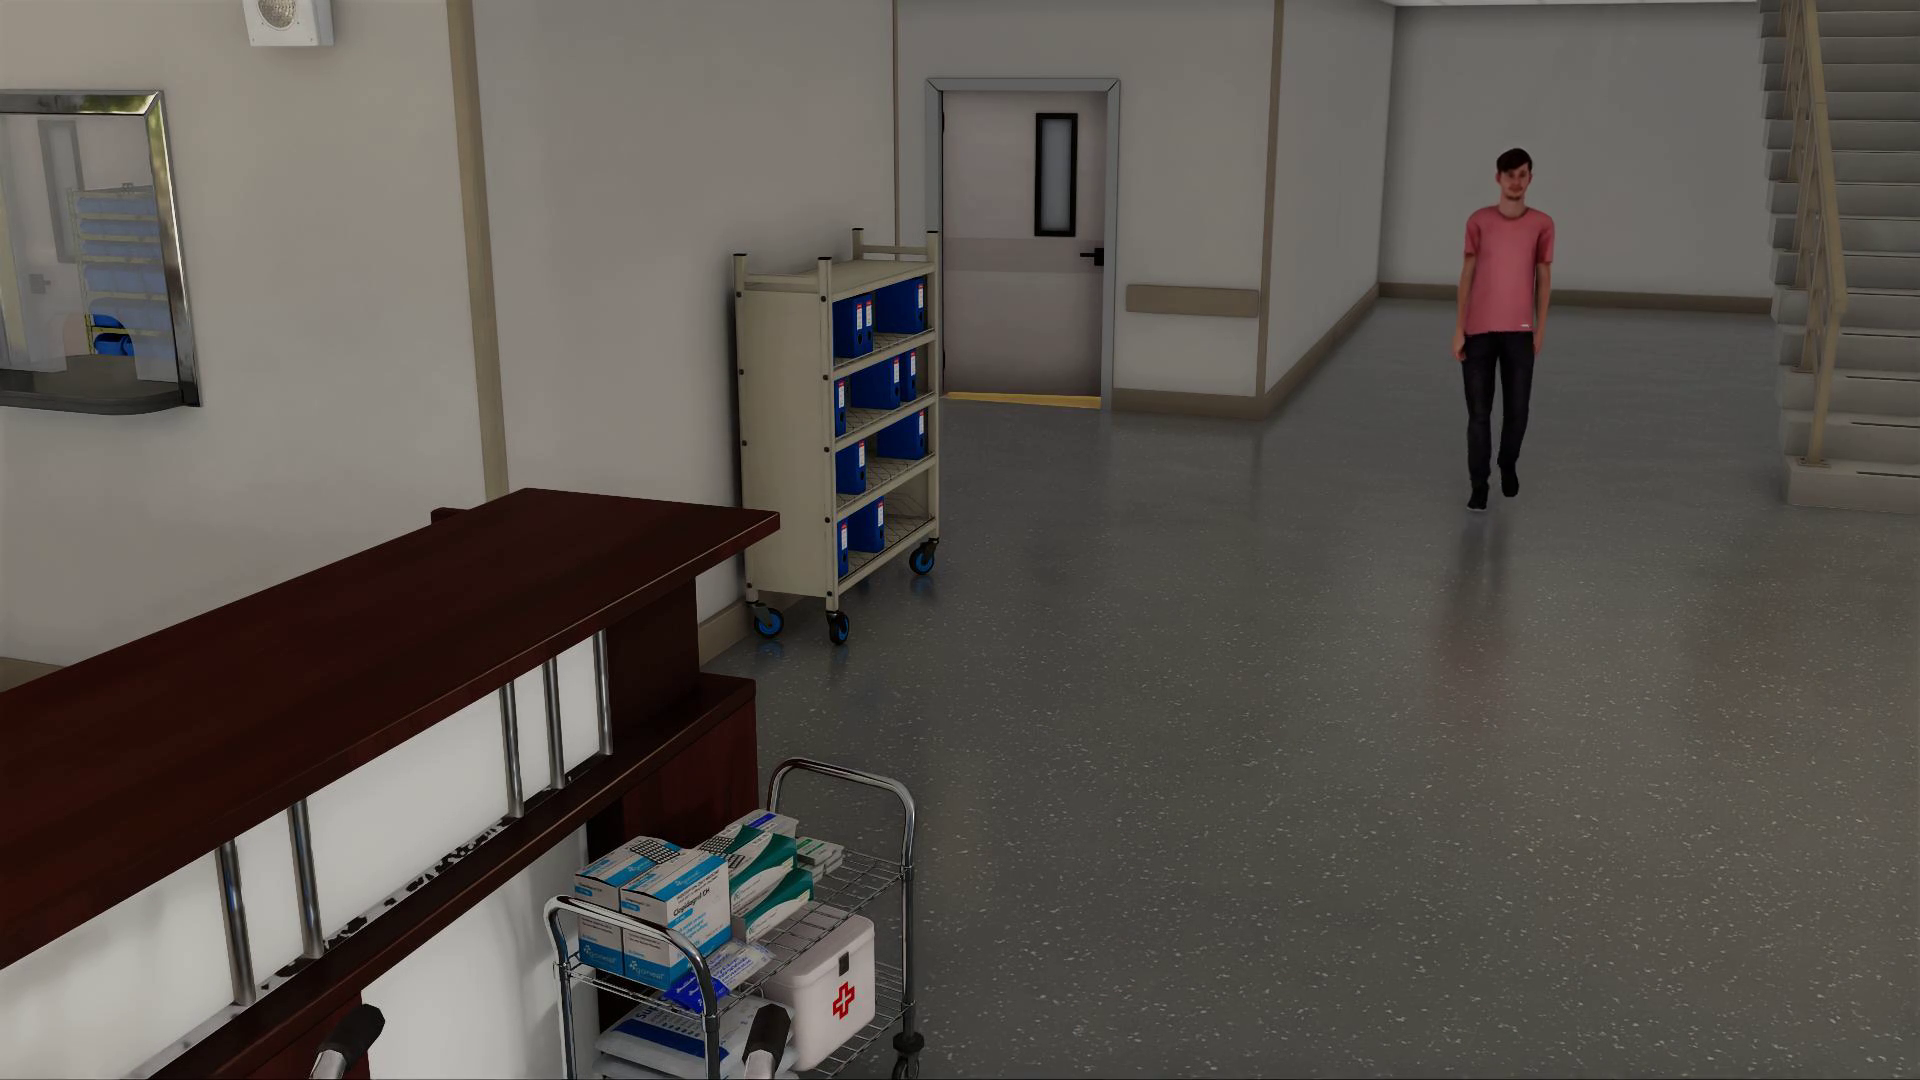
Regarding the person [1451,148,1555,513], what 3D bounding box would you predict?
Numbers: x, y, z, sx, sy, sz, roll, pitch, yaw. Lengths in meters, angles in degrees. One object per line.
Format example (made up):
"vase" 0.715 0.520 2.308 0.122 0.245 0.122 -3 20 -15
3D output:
"person" 2.933 -1.137 9.081 0.641 1.945 0.702 5 16 16
